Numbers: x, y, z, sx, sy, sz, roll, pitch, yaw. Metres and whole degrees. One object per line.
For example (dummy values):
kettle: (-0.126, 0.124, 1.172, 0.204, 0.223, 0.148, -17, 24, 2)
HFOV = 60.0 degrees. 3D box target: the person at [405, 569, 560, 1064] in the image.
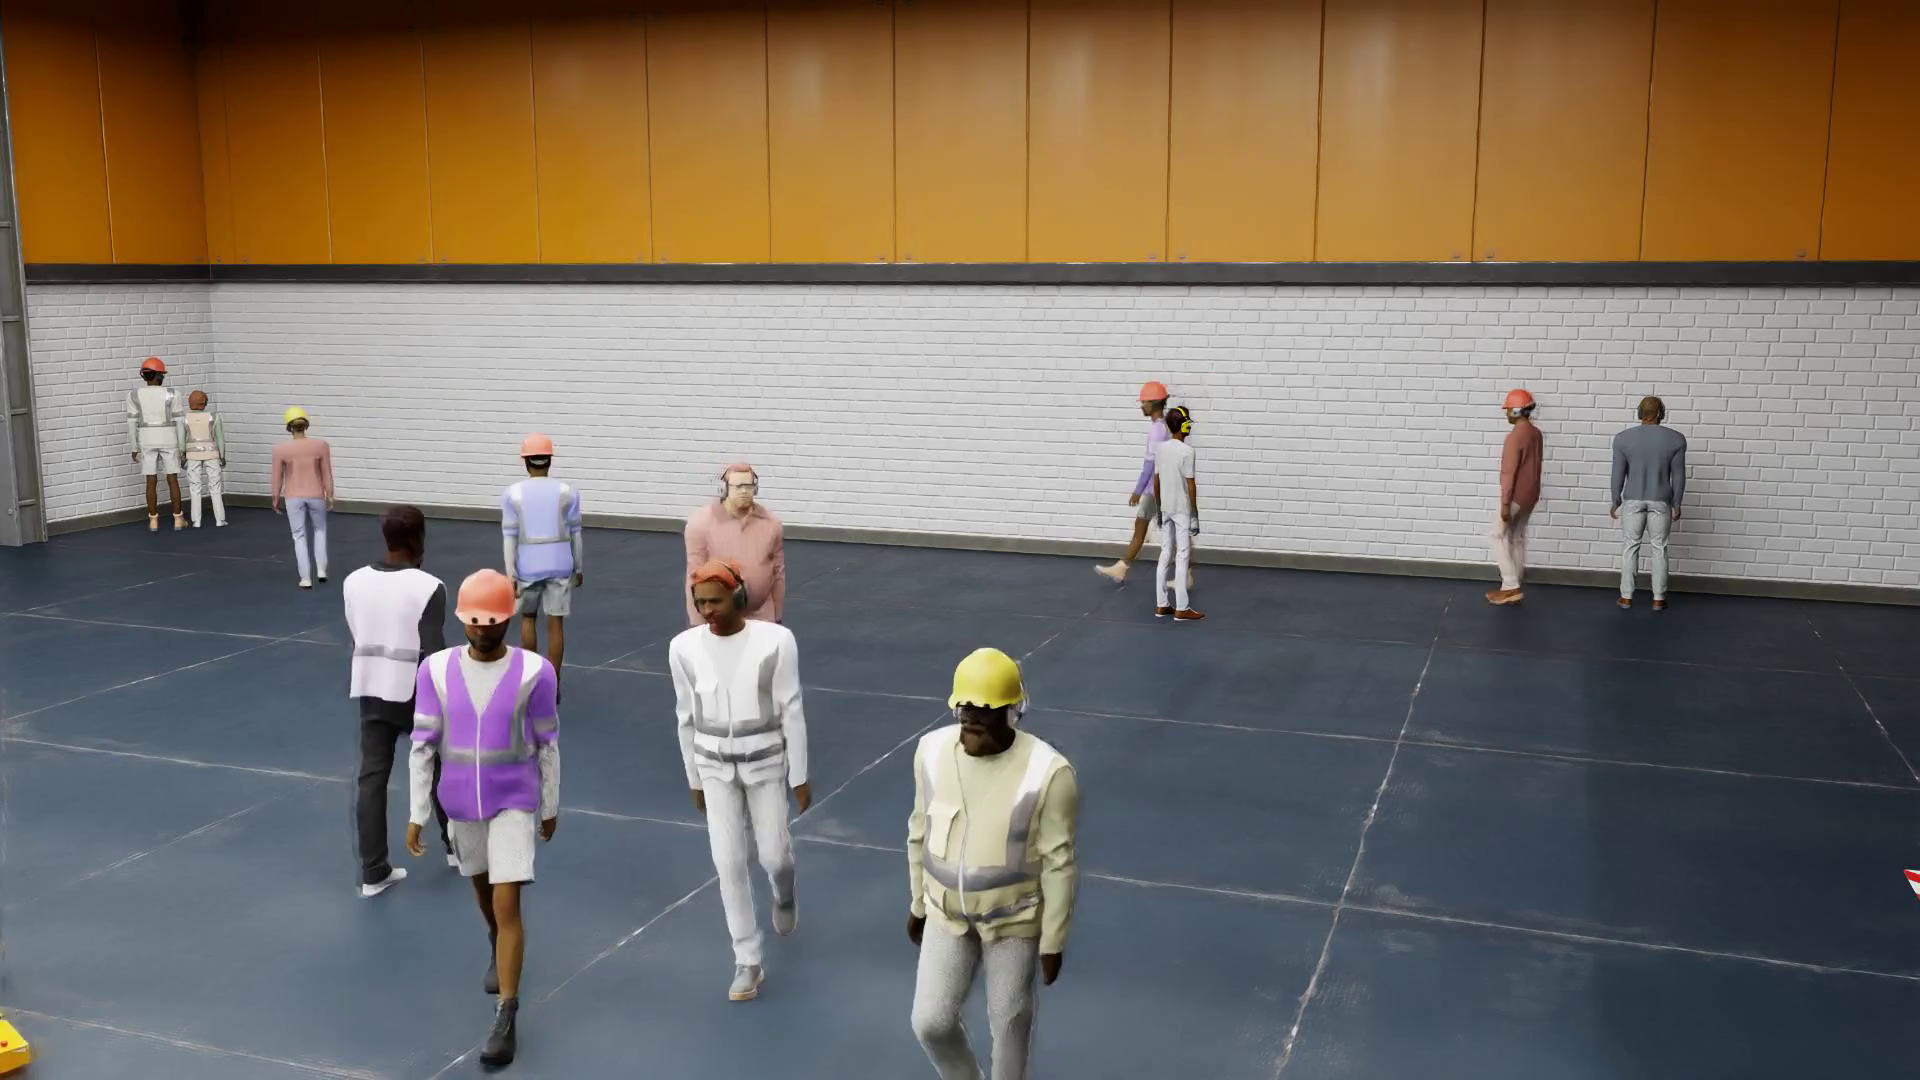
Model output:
person: (-1.887, 1.031, 6.685, 0.559, 1.891, 1.006, 0, 9, -1)

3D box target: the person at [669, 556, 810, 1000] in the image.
person: (-0.919, 0.966, 7.121, 0.597, 1.866, 0.649, 1, 9, 5)

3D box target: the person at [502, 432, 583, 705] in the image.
person: (-2.932, 0.197, 11.734, 0.543, 1.910, 0.528, -2, 9, -13)

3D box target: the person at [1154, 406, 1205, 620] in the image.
person: (1.911, -0.235, 14.545, 0.329, 1.877, 0.508, -7, 11, -37)

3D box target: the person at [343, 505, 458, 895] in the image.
person: (-2.744, 0.763, 8.320, 0.607, 1.881, 0.864, 3, 10, 16)

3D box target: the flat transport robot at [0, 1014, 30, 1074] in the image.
flat transport robot: (-4.263, 1.936, 6.029, 1.431, 0.197, 0.652, -9, 13, -44)

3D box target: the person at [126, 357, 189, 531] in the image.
person: (-9.409, -1.120, 19.523, 0.608, 2.039, 0.395, -3, 10, -16)

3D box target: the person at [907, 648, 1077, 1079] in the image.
person: (0.086, 1.243, 5.537, 0.622, 1.817, 0.431, 4, 10, 24)

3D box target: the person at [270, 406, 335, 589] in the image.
person: (-6.317, -0.410, 15.965, 0.555, 1.752, 0.438, -5, 10, -29)

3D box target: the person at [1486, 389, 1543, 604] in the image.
person: (5.060, -0.391, 15.183, 0.623, 1.977, 0.450, -8, 12, -42)

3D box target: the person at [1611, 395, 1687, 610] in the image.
person: (6.174, -0.332, 14.962, 0.627, 1.935, 0.372, 4, 10, 22)

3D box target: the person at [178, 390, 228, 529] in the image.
person: (-8.968, -0.950, 19.697, 0.514, 1.642, 0.310, -3, 10, -18)

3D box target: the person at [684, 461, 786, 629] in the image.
person: (-1.390, 0.437, 10.321, 0.655, 1.889, 0.713, -4, 10, -24)

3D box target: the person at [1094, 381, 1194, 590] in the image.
person: (1.775, -0.508, 15.889, 1.038, 1.988, 0.616, 1, 9, 6)
